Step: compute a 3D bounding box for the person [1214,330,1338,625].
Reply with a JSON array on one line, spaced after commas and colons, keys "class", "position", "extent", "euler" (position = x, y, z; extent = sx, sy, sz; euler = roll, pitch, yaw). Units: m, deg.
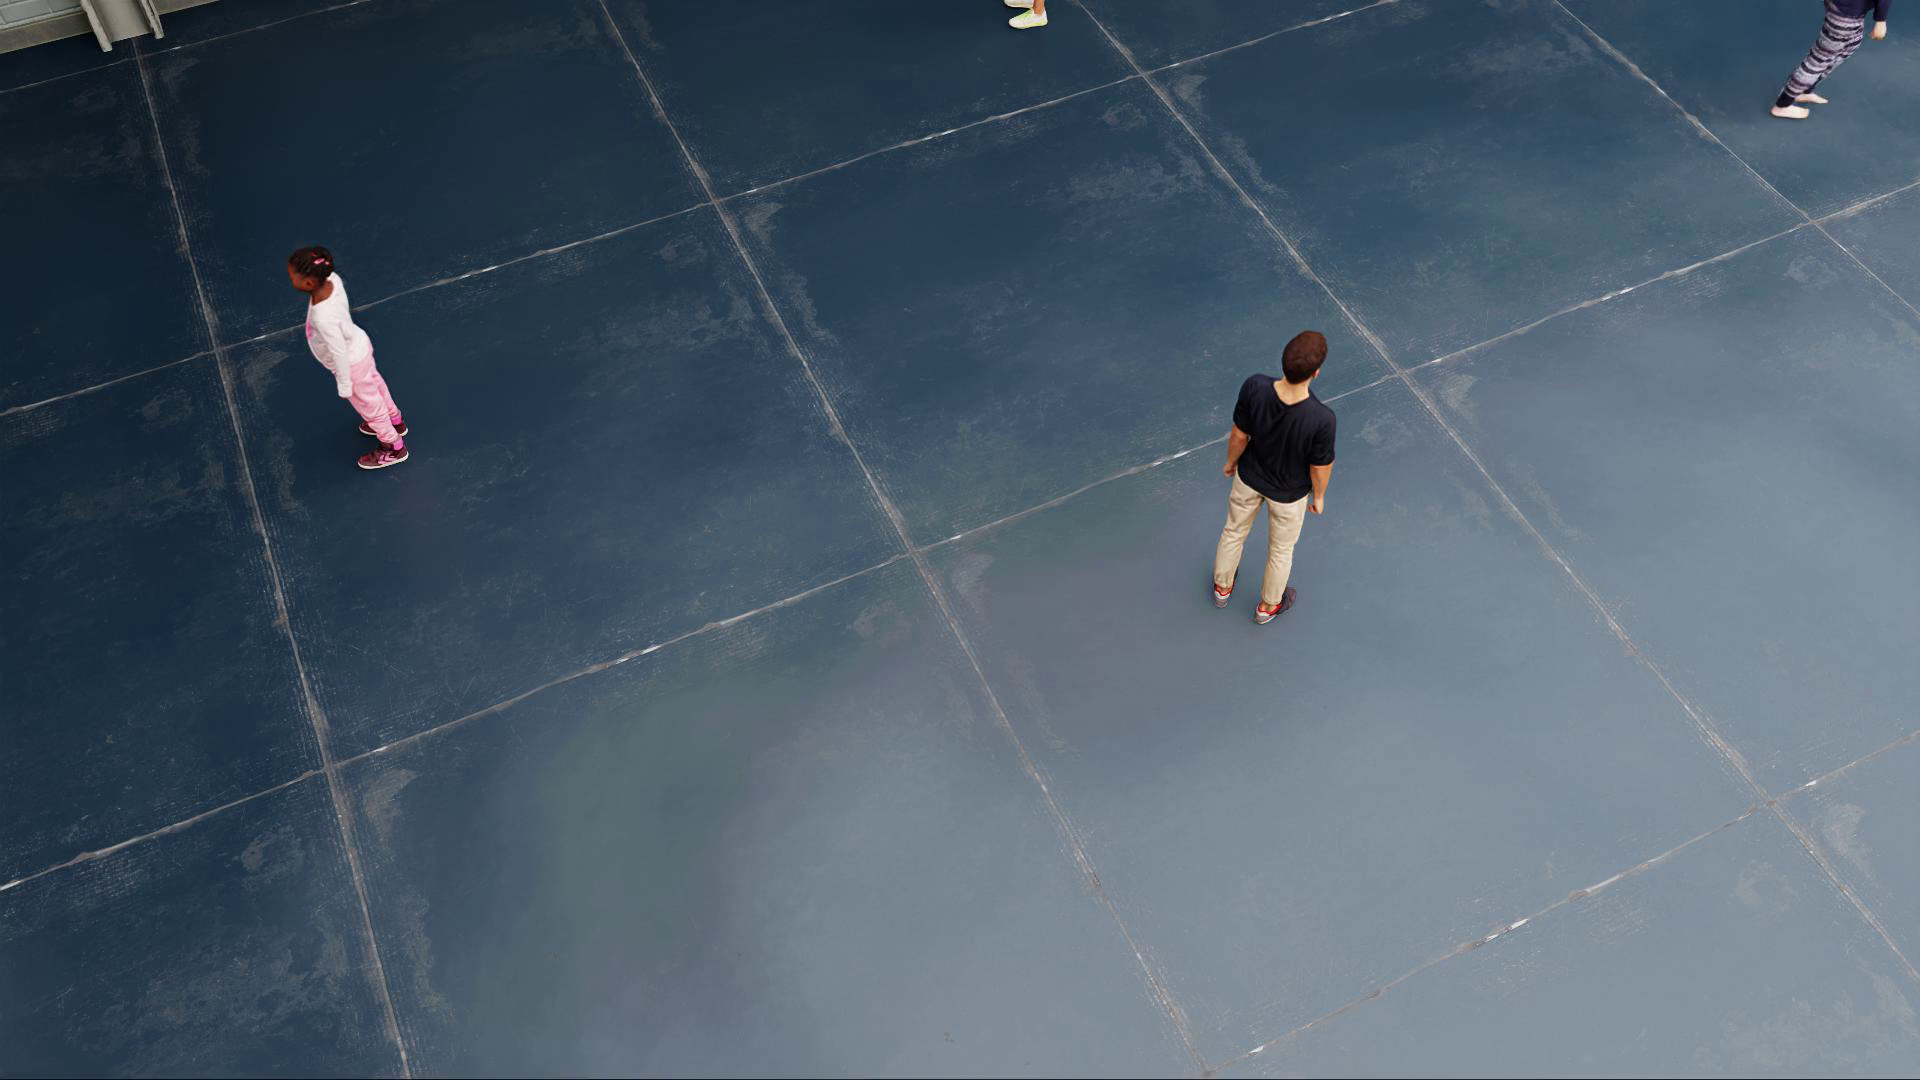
[{"class": "person", "position": [1.440, -0.272, 7.653], "extent": [0.721, 1.858, 0.726], "euler": [25, 56, 18]}]

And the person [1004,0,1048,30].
[{"class": "person", "position": [0.476, -4.142, 10.692], "extent": [0.668, 1.791, 0.661], "euler": [-3, 52, -2]}]

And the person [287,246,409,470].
[{"class": "person", "position": [-3.099, -0.944, 8.434], "extent": [0.570, 1.444, 0.598], "euler": [-8, 53, -6]}]

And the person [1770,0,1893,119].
[{"class": "person", "position": [5.302, -3.260, 10.052], "extent": [0.766, 1.722, 0.731], "euler": [4, 52, 3]}]
